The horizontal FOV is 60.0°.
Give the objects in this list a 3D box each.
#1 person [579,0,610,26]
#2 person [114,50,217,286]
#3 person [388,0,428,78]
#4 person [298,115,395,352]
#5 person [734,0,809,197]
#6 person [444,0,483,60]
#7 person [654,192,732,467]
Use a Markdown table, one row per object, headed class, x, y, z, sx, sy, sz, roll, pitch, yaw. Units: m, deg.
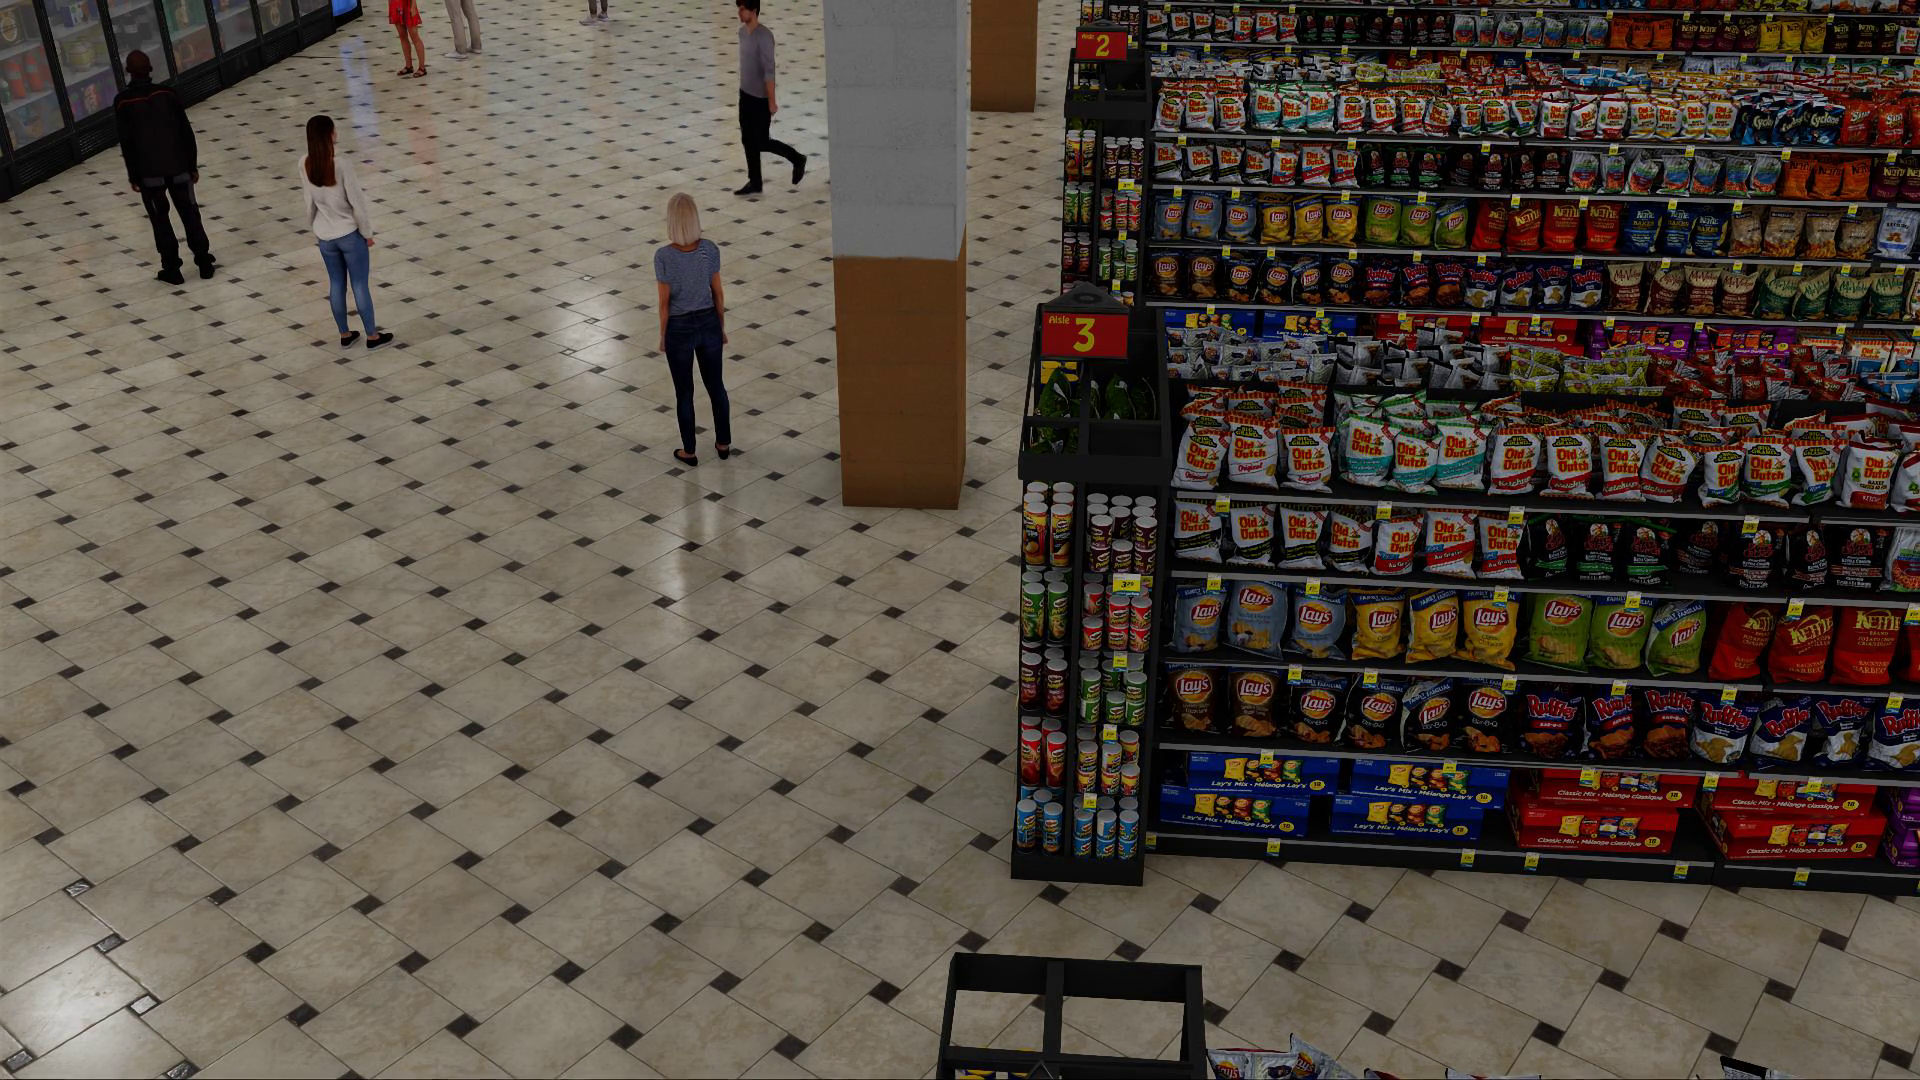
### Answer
| class | x | y | z | sx | sy | sz | roll | pitch | yaw |
| --- | --- | --- | --- | --- | --- | --- | --- | --- | --- |
| person | -4.874 | -7.749 | 21.877 | 0.708 | 1.840 | 0.744 | 14 | 32 | 24 |
| person | -6.265 | -2.924 | 13.057 | 0.781 | 1.825 | 0.859 | -19 | 34 | -31 |
| person | -6.455 | -6.205 | 19.309 | 0.599 | 1.592 | 0.711 | 14 | 32 | 25 |
| person | -4.394 | -2.173 | 11.818 | 0.540 | 1.692 | 0.711 | 7 | 29 | 13 |
| person | -1.754 | -4.032 | 15.088 | 1.068 | 1.822 | 0.979 | -18 | 33 | -29 |
| person | -6.113 | -6.814 | 20.142 | 0.708 | 1.862 | 0.759 | 14 | 31 | 23 |
| person | -1.629 | -1.278 | 10.148 | 0.616 | 1.723 | 0.724 | -14 | 31 | -23 |
